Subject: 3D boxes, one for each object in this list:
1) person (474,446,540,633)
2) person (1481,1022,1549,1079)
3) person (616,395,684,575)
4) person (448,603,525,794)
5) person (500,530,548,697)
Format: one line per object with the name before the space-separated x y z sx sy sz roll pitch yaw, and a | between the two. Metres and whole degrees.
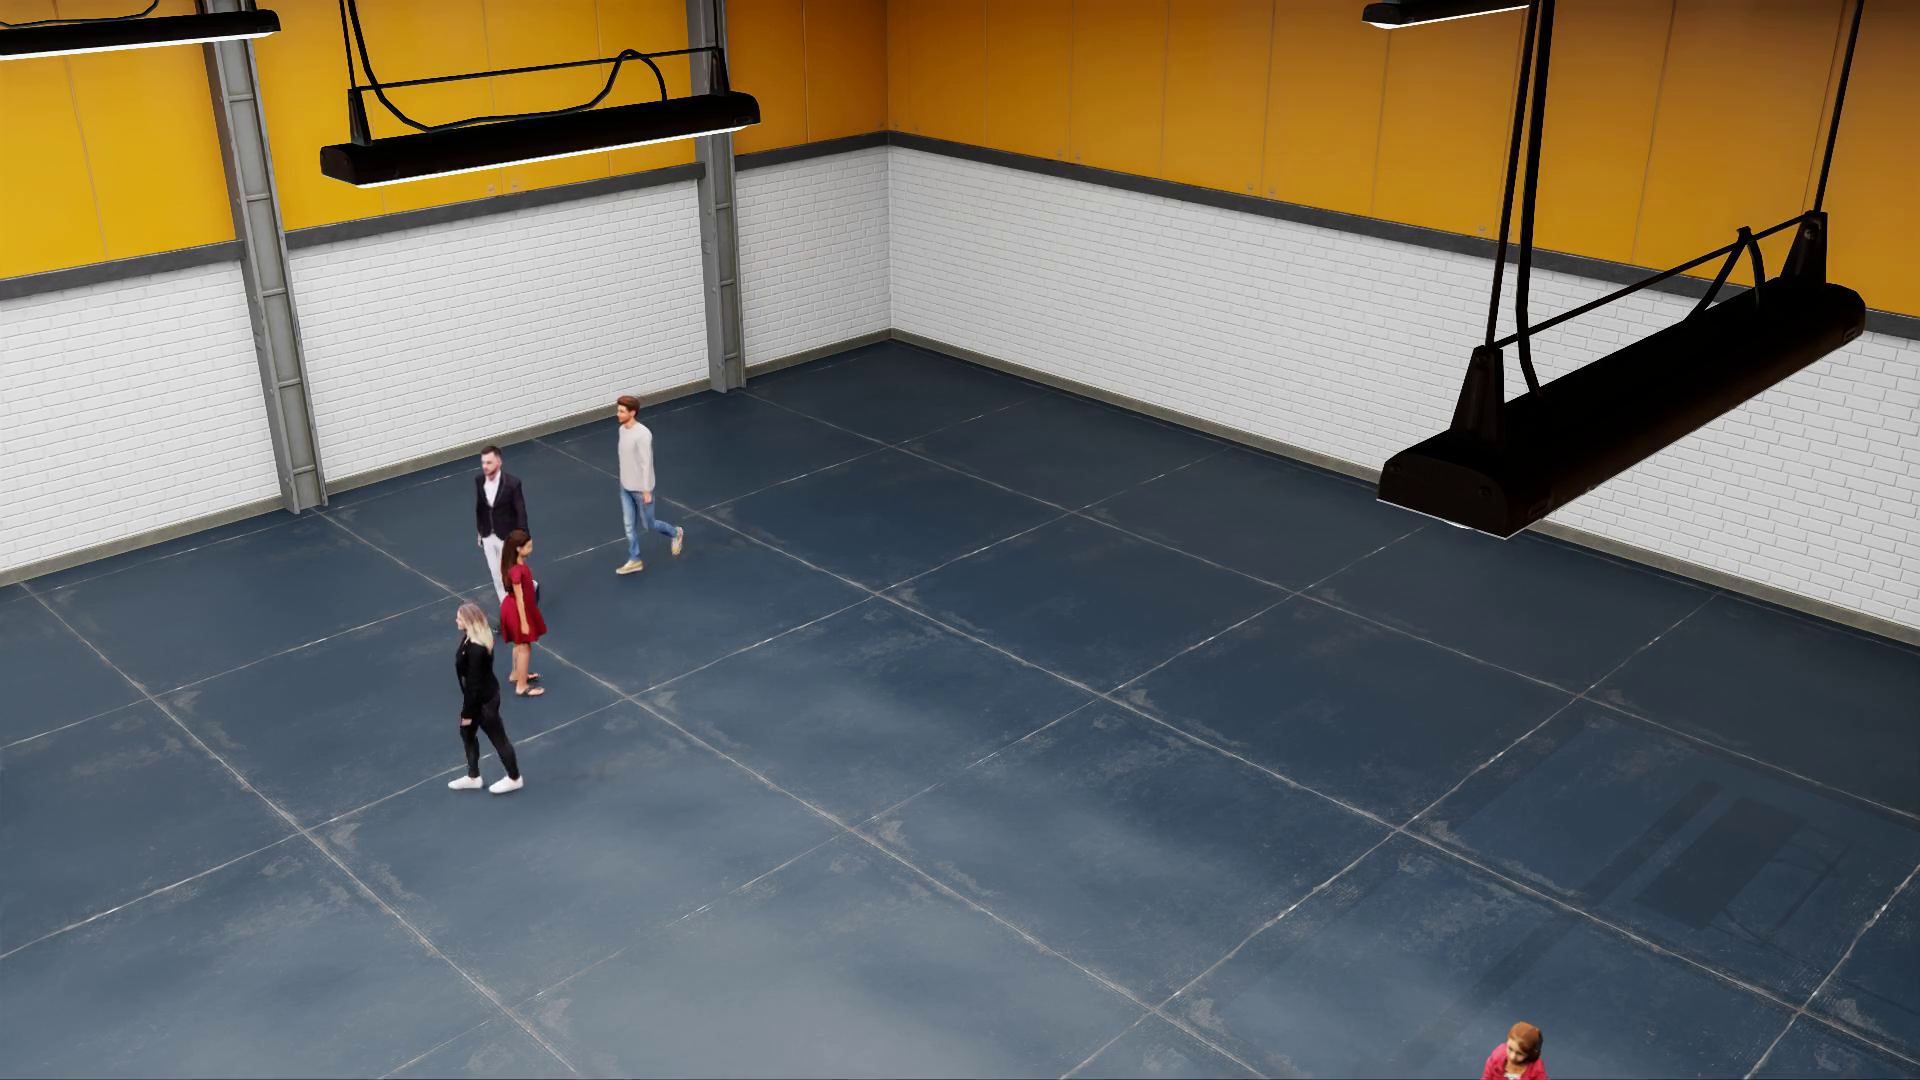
person | -4.302 -0.056 15.795 0.873 1.825 1.003 8 25 19
person | 3.000 3.163 9.070 0.546 1.314 0.537 16 28 33
person | -3.199 -0.571 16.895 0.660 1.888 0.982 22 32 40
person | -3.623 1.250 13.002 0.941 1.671 0.843 -6 24 -14
person | -3.873 0.623 14.592 0.747 1.545 0.708 -6 24 -14
